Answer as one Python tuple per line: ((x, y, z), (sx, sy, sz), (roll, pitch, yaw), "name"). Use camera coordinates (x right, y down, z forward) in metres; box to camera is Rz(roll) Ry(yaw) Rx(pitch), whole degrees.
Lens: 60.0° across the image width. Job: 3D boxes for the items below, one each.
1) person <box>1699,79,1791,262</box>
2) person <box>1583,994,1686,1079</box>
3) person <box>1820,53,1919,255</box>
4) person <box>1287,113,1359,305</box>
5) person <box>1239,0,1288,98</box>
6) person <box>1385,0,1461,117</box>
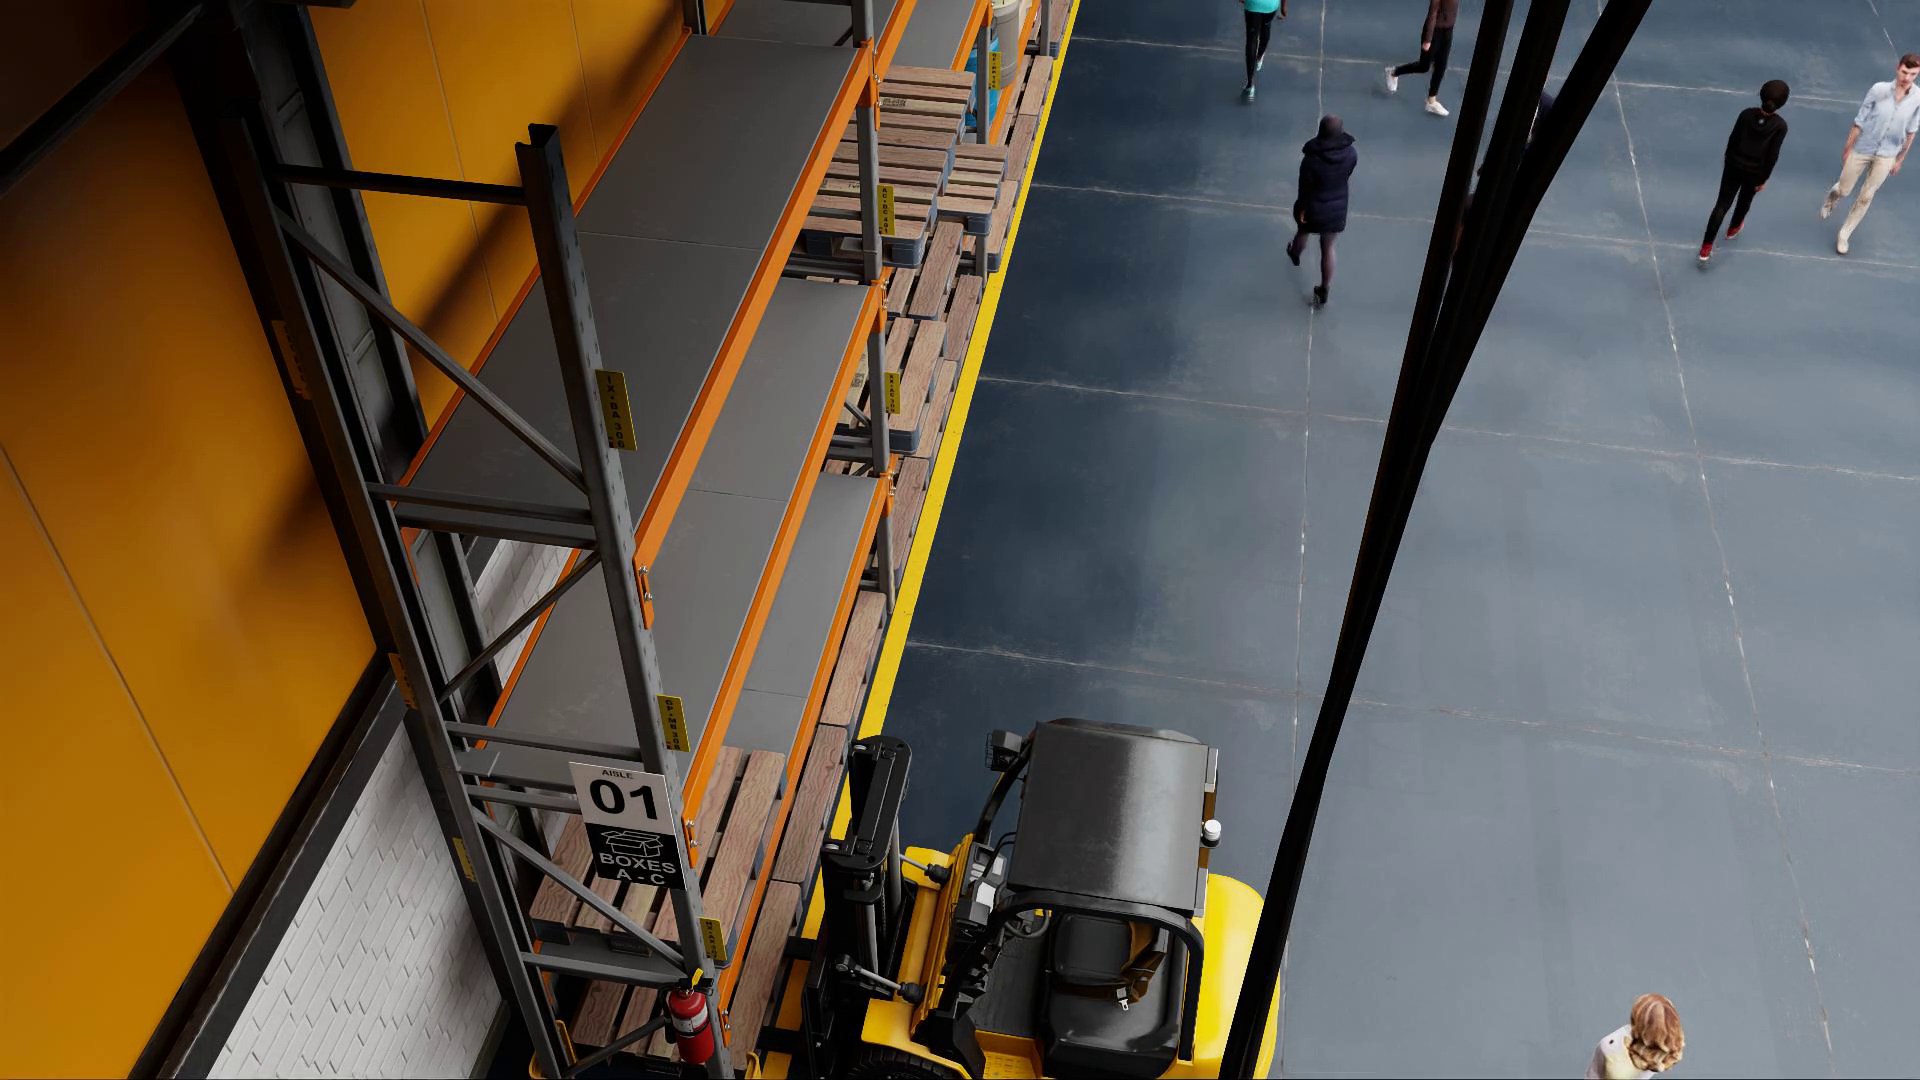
((6.732, -3.152, 14.332), (0.954, 1.639, 1.179), (29, 51, 27), "person")
((3.186, 2.730, 8.094), (0.701, 1.726, 0.764), (-26, 50, -25), "person")
((7.966, -3.422, 14.474), (0.736, 1.835, 0.904), (14, 45, 14), "person")
((3.071, -2.749, 13.918), (0.885, 1.627, 1.165), (-6, 44, -7), "person")
((2.977, -5.254, 16.447), (0.695, 1.765, 1.182), (3, 44, 3), "person")
((4.595, -4.995, 16.232), (1.011, 1.686, 1.003), (-34, 53, -31), "person")
